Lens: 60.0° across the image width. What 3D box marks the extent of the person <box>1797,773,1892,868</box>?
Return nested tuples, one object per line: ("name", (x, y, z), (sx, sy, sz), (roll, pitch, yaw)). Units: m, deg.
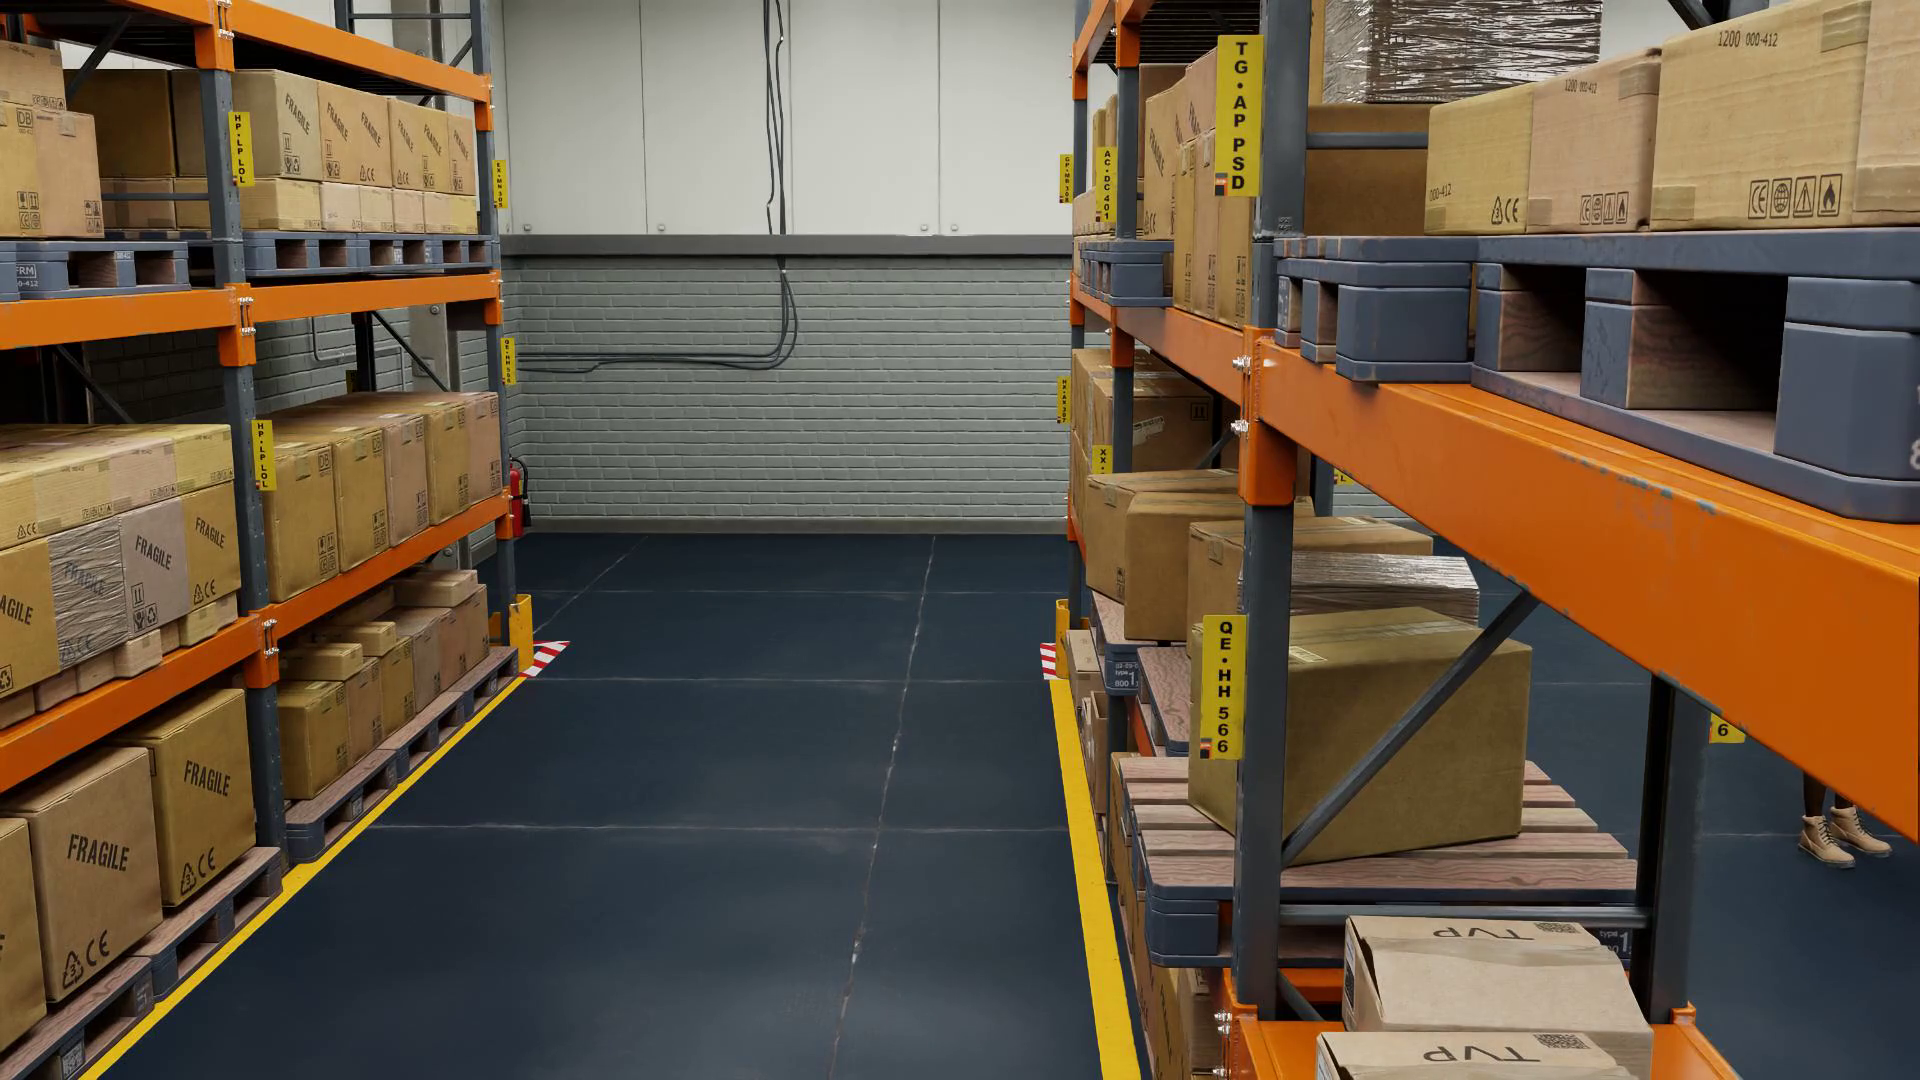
("person", (4.416, 0.576, 8.152), (0.615, 2.047, 0.356), (-6, 11, -29))
